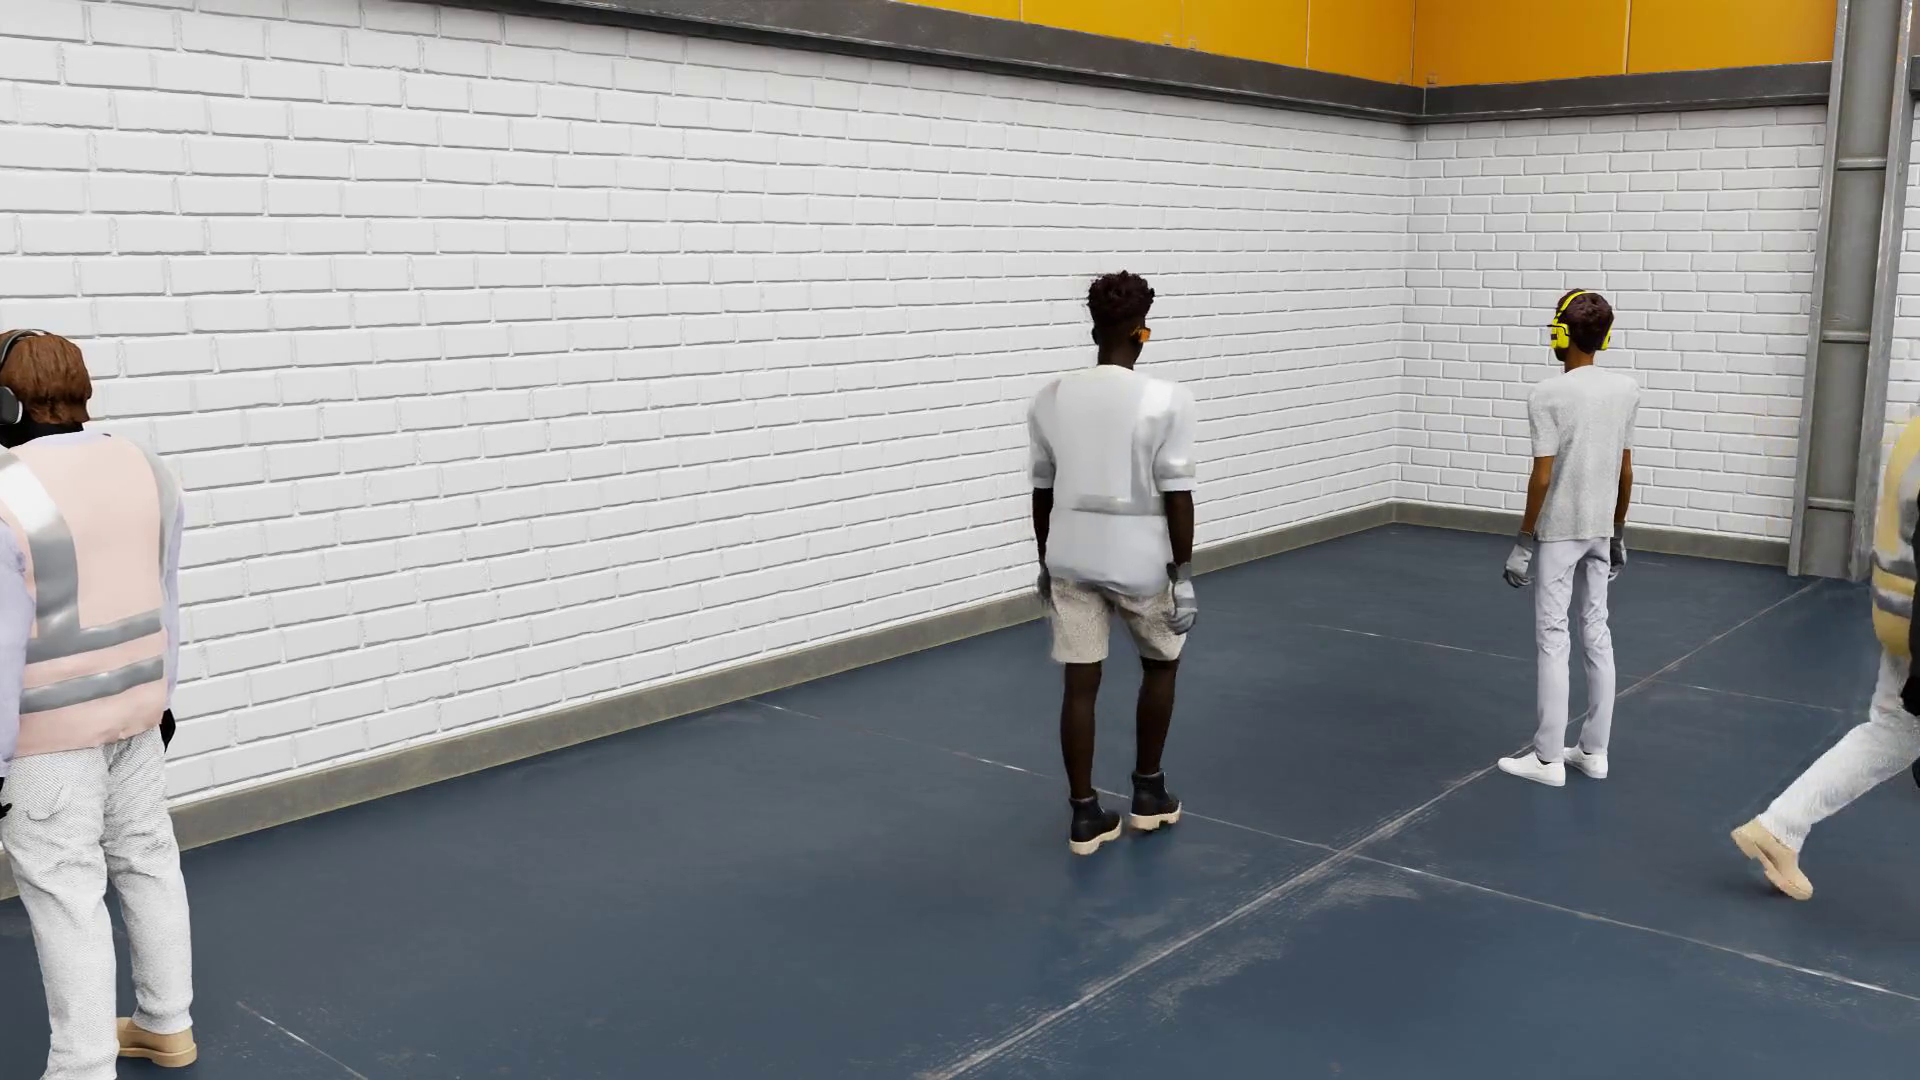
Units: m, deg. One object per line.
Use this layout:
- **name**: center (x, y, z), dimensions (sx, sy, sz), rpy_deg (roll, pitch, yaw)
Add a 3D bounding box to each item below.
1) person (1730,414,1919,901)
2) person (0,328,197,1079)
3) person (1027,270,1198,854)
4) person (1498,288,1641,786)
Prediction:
- **person**: center (2.837, 0.274, 4.900), dimensions (0.908, 1.808, 0.622), rpy_deg (4, 11, 19)
- **person**: center (-2.082, 0.432, 3.887), dimensions (0.429, 1.841, 0.633), rpy_deg (3, 10, 14)
- **person**: center (0.558, 0.065, 5.669), dimensions (0.643, 1.943, 0.690), rpy_deg (5, 11, 27)
- **person**: center (2.298, -0.004, 6.286), dimensions (0.521, 1.874, 0.327), rpy_deg (-4, 11, -21)
